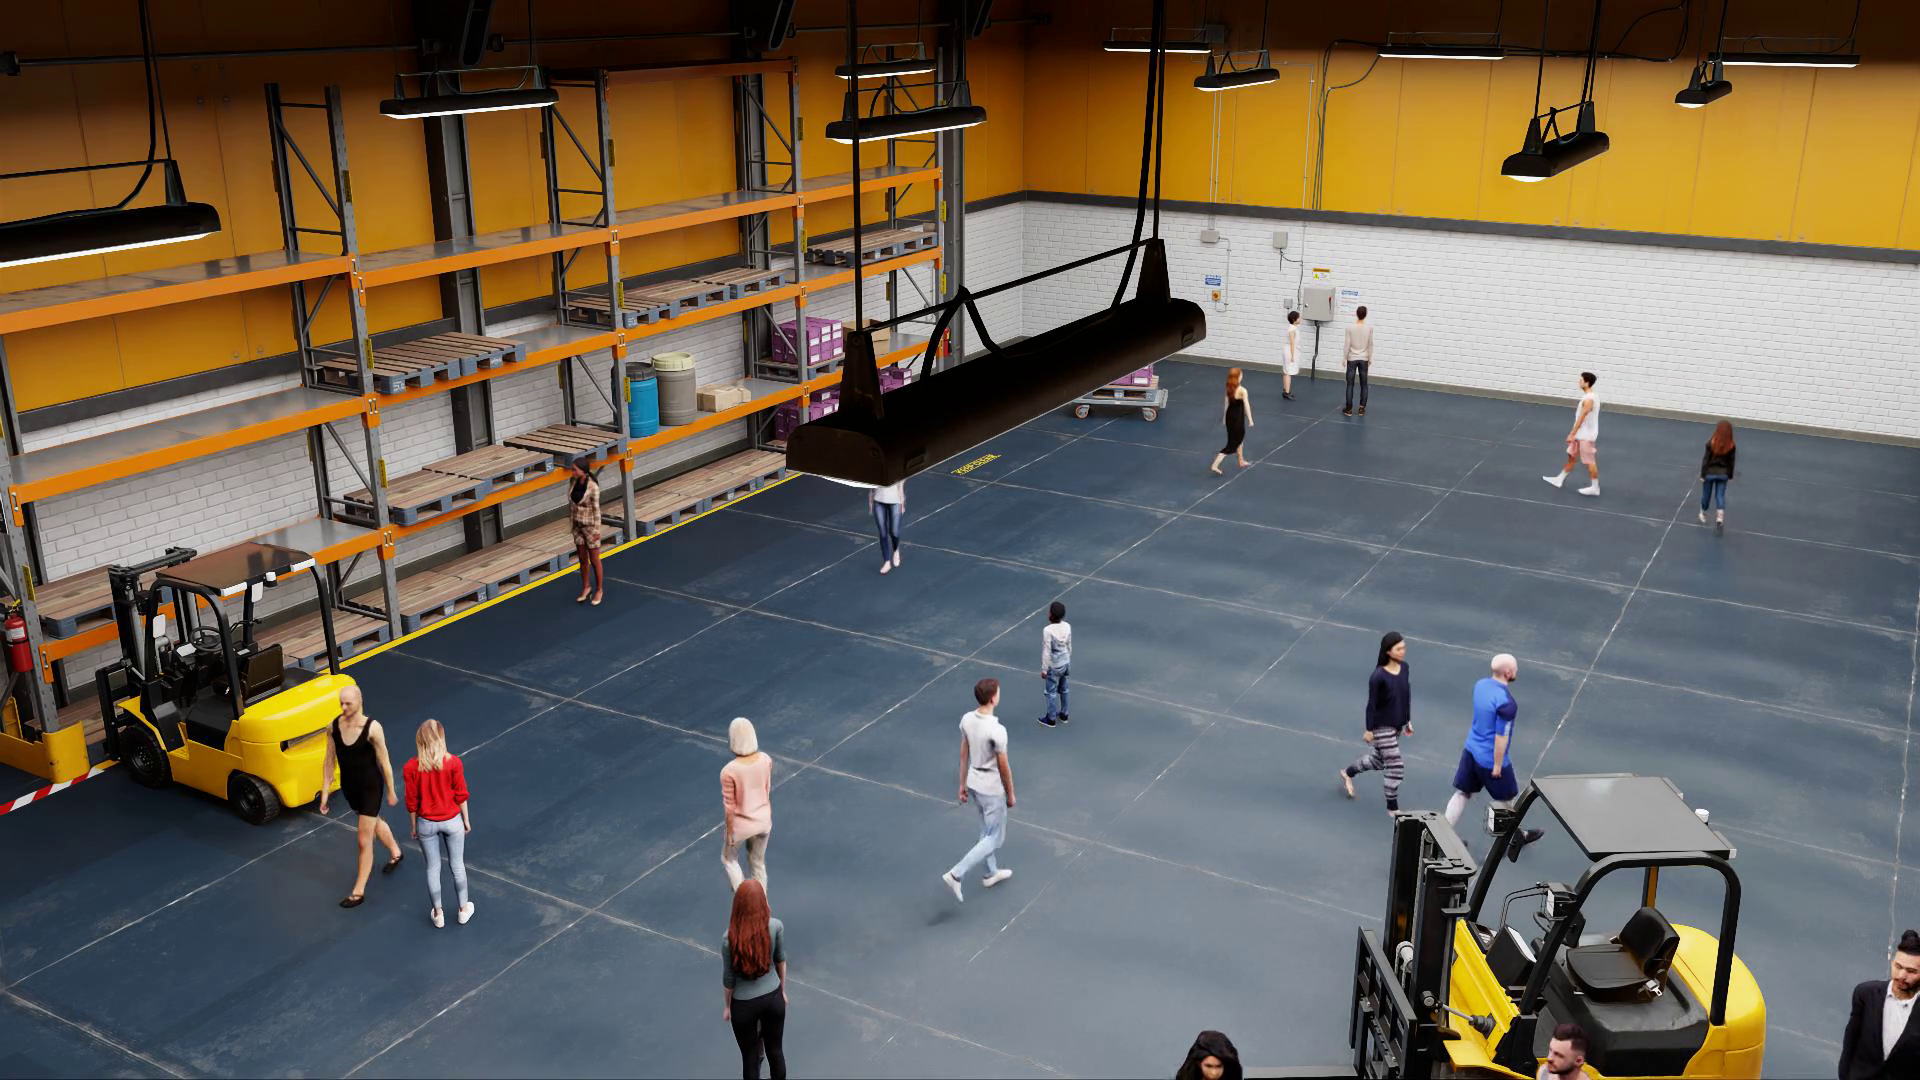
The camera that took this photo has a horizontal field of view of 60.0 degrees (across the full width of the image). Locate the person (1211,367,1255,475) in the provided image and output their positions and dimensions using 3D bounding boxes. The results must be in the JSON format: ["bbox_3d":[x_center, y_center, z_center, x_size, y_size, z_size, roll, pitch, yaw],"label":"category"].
[{"bbox_3d":[4.009,-1.737,24.629,1.158,1.588,0.928,-11,21,-29],"label":"person"}]

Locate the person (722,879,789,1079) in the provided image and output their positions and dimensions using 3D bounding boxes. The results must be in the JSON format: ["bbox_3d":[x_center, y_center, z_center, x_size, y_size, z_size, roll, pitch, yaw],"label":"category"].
[{"bbox_3d":[-1.286,2.932,10.521,0.651,1.743,0.731,-8,20,-22],"label":"person"}]

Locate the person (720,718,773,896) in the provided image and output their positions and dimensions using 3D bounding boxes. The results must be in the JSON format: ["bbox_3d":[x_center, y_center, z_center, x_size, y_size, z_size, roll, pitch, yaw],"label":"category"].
[{"bbox_3d":[-1.576,2.197,12.751,0.674,1.712,0.766,-13,22,-33],"label":"person"}]

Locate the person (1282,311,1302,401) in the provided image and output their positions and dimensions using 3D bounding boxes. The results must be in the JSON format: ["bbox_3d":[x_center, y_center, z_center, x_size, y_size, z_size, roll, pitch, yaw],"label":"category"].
[{"bbox_3d":[5.804,-3.250,29.173,0.692,1.555,0.580,2,19,6],"label":"person"}]

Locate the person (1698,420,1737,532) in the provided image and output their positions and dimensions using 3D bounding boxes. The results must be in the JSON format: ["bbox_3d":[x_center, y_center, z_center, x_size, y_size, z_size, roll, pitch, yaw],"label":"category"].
[{"bbox_3d":[10.126,-0.854,22.208,0.745,1.460,1.004,4,19,13],"label":"person"}]

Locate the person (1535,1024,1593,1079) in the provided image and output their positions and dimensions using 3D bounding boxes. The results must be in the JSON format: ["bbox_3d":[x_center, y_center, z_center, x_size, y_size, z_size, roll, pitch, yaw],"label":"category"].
[{"bbox_3d":[3.311,3.395,8.995,1.218,1.803,1.082,-7,20,-21],"label":"person"}]

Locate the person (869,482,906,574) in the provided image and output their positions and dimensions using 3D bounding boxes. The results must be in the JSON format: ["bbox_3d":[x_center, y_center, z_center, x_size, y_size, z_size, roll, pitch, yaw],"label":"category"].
[{"bbox_3d":[-0.869,-0.457,20.609,0.681,1.728,0.720,4,19,12],"label":"person"}]

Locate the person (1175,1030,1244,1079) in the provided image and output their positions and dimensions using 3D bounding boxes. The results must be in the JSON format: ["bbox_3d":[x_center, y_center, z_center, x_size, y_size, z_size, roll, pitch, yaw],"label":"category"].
[{"bbox_3d":[1.367,3.406,9.322,0.738,1.610,0.806,-3,19,-9],"label":"person"}]

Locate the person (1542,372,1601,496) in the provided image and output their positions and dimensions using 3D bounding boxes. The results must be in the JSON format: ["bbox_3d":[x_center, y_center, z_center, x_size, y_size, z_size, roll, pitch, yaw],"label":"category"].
[{"bbox_3d":[8.968,-1.471,23.589,0.770,1.747,0.992,8,20,22],"label":"person"}]

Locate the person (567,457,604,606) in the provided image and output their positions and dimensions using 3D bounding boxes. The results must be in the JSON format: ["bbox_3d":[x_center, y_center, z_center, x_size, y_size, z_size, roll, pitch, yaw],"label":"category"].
[{"bbox_3d":[-4.369,-0.109,19.473,0.577,1.793,0.531,11,21,29],"label":"person"}]

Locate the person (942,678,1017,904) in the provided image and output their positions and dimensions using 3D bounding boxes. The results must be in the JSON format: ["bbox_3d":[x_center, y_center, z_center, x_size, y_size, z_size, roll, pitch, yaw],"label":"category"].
[{"bbox_3d":[0.152,2.004,13.140,1.113,1.830,0.888,-14,23,-36],"label":"person"}]

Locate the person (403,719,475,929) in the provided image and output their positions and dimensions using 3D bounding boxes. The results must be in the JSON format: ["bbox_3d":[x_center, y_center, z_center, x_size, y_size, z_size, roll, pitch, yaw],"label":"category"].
[{"bbox_3d":[-4.015,2.179,12.819,0.674,1.703,0.734,-5,19,-14],"label":"person"}]

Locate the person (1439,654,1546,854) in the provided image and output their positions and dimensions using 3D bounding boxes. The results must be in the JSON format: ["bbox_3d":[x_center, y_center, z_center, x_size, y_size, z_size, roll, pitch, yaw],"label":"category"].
[{"bbox_3d":[4.290,1.814,13.775,1.237,1.785,1.153,-6,20,-17],"label":"person"}]

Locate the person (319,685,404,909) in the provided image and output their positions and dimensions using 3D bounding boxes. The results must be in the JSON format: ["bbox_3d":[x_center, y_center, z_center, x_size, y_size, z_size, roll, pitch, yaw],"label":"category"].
[{"bbox_3d":[-4.739,1.969,13.346,0.817,1.766,1.195,6,20,17],"label":"person"}]

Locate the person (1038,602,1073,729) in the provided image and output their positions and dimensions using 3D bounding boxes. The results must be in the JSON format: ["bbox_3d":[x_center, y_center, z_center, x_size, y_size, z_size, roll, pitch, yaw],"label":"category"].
[{"bbox_3d":[0.959,1.218,16.375,0.531,1.255,0.627,-14,23,-36],"label":"person"}]

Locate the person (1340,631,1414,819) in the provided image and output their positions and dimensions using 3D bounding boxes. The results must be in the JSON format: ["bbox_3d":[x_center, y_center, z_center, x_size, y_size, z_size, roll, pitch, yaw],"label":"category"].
[{"bbox_3d":[3.683,1.587,14.570,1.057,1.708,0.889,-15,24,-38],"label":"person"}]

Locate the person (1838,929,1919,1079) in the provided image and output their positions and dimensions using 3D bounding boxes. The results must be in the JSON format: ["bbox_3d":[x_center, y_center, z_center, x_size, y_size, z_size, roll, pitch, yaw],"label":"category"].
[{"bbox_3d":[5.407,3.128,9.648,1.185,1.929,0.906,-17,25,-41],"label":"person"}]

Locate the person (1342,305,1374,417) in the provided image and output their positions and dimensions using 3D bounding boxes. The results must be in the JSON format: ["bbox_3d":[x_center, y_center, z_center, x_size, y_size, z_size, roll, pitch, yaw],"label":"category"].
[{"bbox_3d":[6.702,-3.027,28.020,0.742,1.868,0.739,1,19,2],"label":"person"}]
